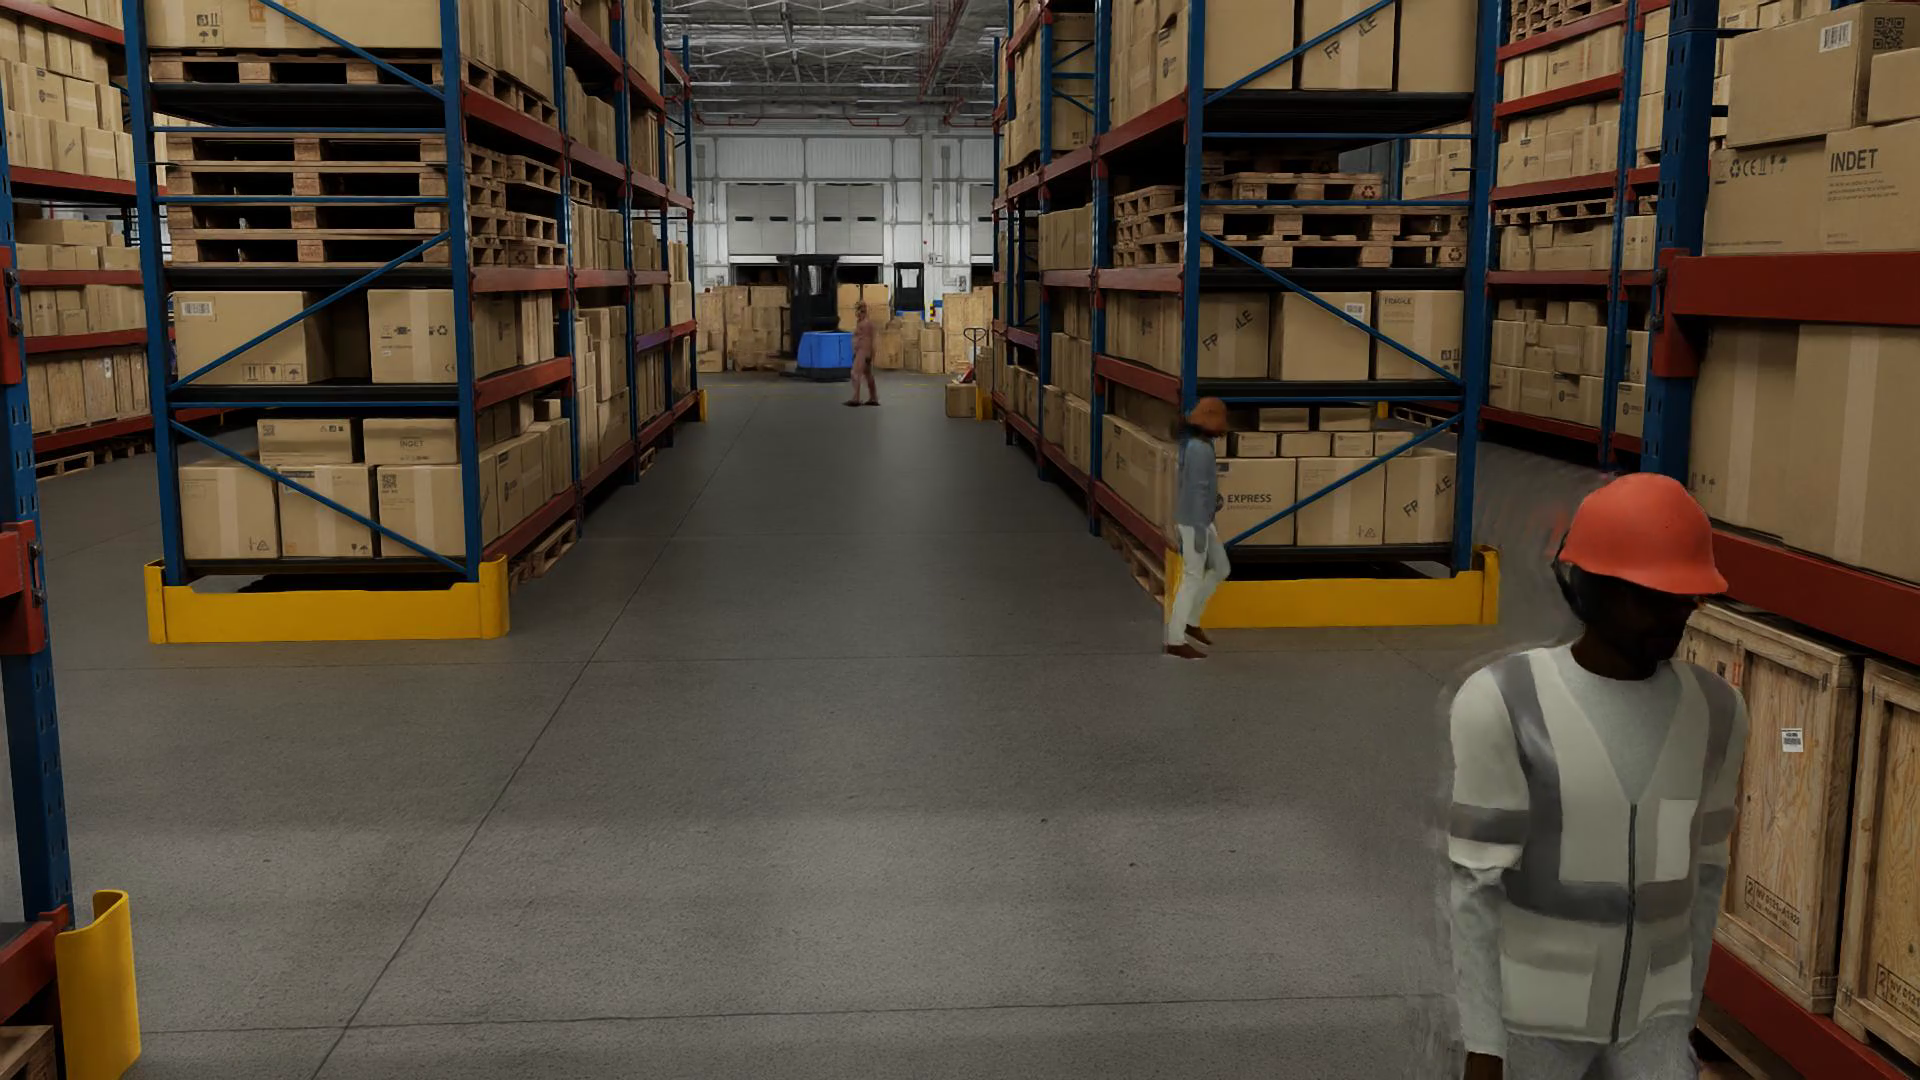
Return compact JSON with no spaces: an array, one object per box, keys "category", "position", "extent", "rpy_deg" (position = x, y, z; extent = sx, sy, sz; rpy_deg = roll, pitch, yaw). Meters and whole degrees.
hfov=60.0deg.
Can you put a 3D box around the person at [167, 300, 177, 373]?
[{"category":"person","position":[-16.771,-4.174,35.098],"extent":[0.626,1.902,0.509],"rpy_deg":[5,11,31]}]

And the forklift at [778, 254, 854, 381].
[{"category":"forklift","position":[-3.171,-5.023,37.371],"extent":[1.129,2.768,1.873],"rpy_deg":[-6,11,-33]}]

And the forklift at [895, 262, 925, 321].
[{"category":"forklift","position":[-1.829,-8.659,60.204],"extent":[1.129,2.768,1.873],"rpy_deg":[-1,9,-4]}]

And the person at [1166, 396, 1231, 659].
[{"category":"person","position":[1.476,-0.078,10.276],"extent":[0.433,1.615,0.516],"rpy_deg":[1,9,5]}]

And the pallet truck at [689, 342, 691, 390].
[{"category":"pallet truck","position":[-5.225,-3.008,27.480],"extent":[1.885,1.965,0.823],"rpy_deg":[2,9,14]}]

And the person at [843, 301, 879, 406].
[{"category":"person","position":[-1.825,-3.348,29.947],"extent":[0.789,1.884,0.640],"rpy_deg":[-1,9,-3]}]

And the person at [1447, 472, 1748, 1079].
[{"category":"person","position":[1.206,0.849,3.250],"extent":[0.606,2.007,1.020],"rpy_deg":[-1,9,-5]}]

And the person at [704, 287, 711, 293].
[{"category":"person","position":[-9.709,-8.787,64.119],"extent":[0.345,1.883,0.584],"rpy_deg":[0,9,1]}]
